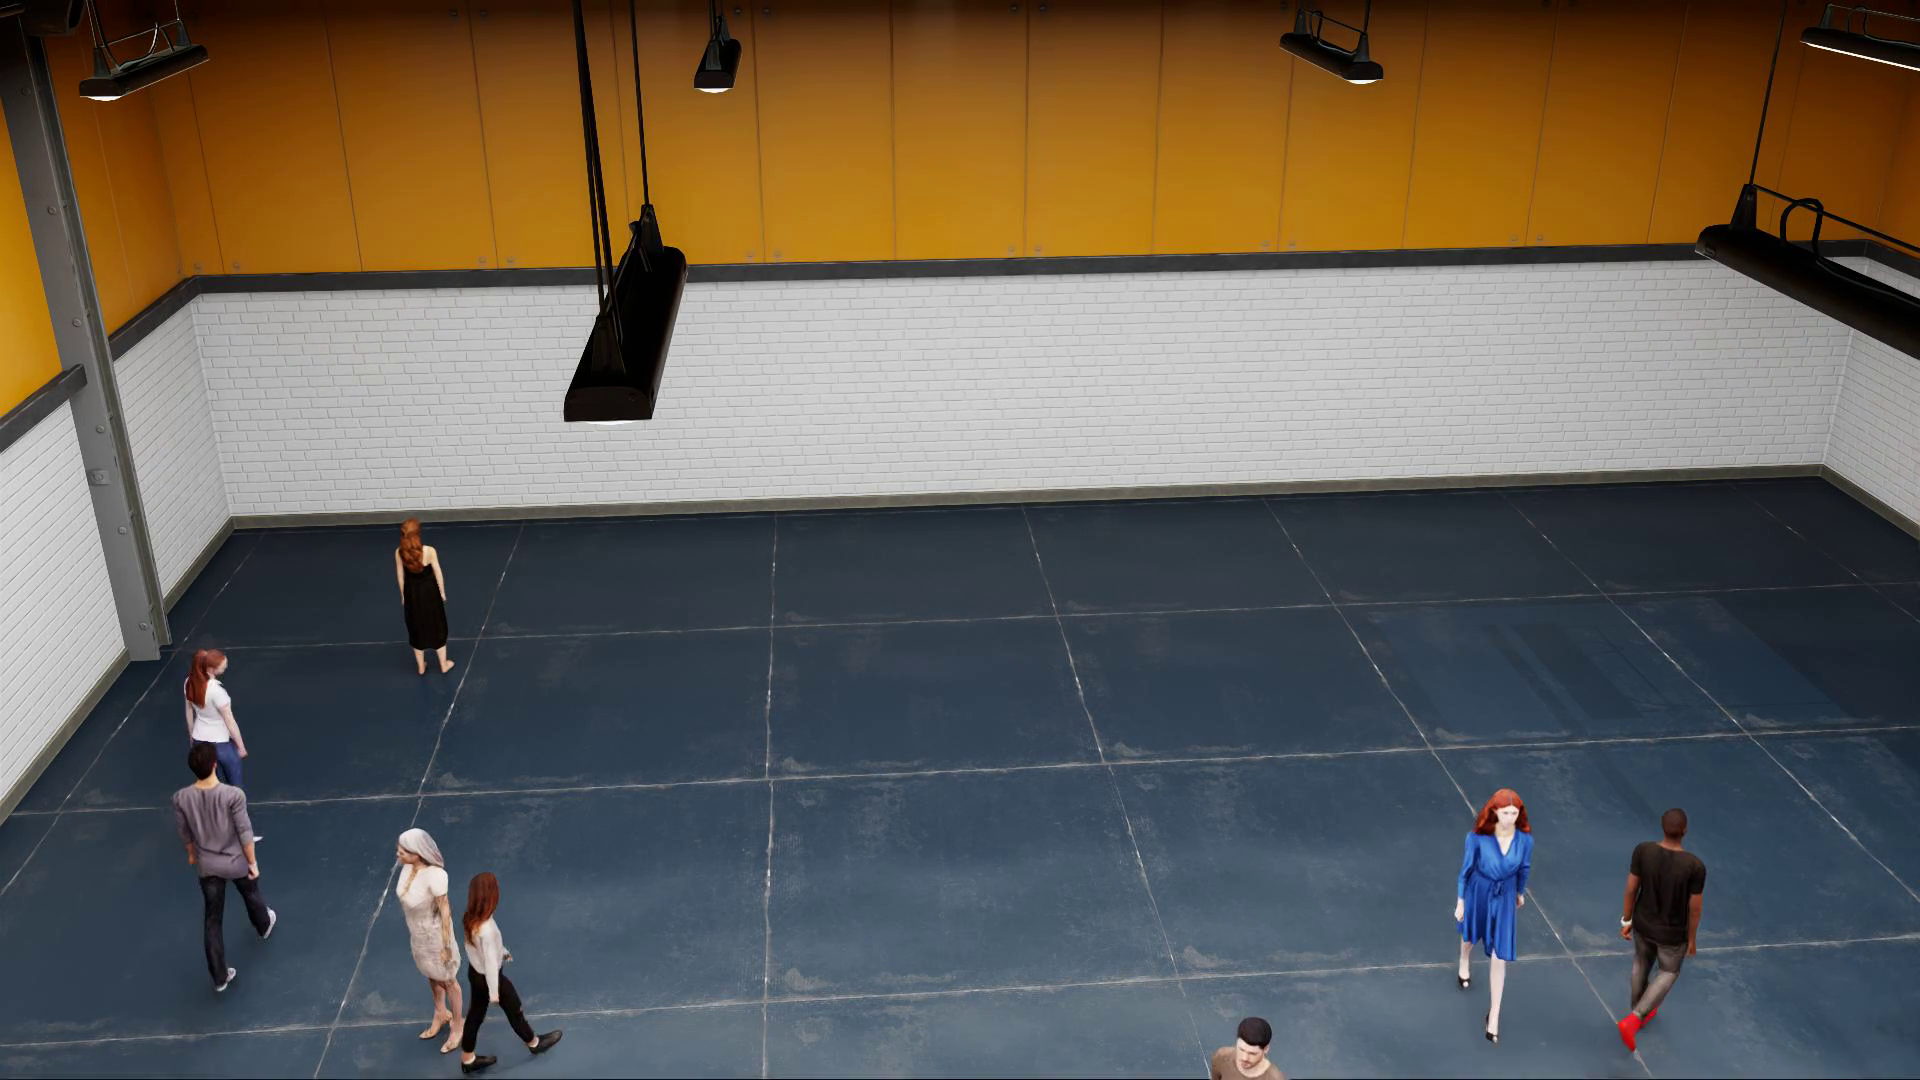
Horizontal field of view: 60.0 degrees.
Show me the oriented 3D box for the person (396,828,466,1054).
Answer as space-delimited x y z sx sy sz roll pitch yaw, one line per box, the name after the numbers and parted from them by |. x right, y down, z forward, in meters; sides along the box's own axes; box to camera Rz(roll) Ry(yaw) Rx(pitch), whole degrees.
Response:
-3.538 2.658 11.163 0.685 1.736 0.752 20 31 39 | person

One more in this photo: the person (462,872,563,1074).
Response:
-3.189 2.904 10.965 0.892 1.444 0.922 -16 28 -32 | person

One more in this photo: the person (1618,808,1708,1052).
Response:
4.660 2.631 11.154 1.013 1.793 1.048 21 31 39 | person

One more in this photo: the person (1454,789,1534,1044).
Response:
3.645 2.476 11.532 0.815 1.774 1.190 3 24 7 | person

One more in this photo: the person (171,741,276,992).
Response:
-5.270 2.336 11.812 0.696 1.807 1.135 -2 24 -5 | person

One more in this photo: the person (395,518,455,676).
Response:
-5.229 0.544 16.139 0.575 1.624 0.557 -3 24 -7 | person

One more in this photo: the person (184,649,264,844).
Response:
-6.084 1.650 13.475 0.824 1.732 0.761 1 24 3 | person

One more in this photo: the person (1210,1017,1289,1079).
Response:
1.655 3.376 9.368 1.098 1.858 1.180 18 29 35 | person
